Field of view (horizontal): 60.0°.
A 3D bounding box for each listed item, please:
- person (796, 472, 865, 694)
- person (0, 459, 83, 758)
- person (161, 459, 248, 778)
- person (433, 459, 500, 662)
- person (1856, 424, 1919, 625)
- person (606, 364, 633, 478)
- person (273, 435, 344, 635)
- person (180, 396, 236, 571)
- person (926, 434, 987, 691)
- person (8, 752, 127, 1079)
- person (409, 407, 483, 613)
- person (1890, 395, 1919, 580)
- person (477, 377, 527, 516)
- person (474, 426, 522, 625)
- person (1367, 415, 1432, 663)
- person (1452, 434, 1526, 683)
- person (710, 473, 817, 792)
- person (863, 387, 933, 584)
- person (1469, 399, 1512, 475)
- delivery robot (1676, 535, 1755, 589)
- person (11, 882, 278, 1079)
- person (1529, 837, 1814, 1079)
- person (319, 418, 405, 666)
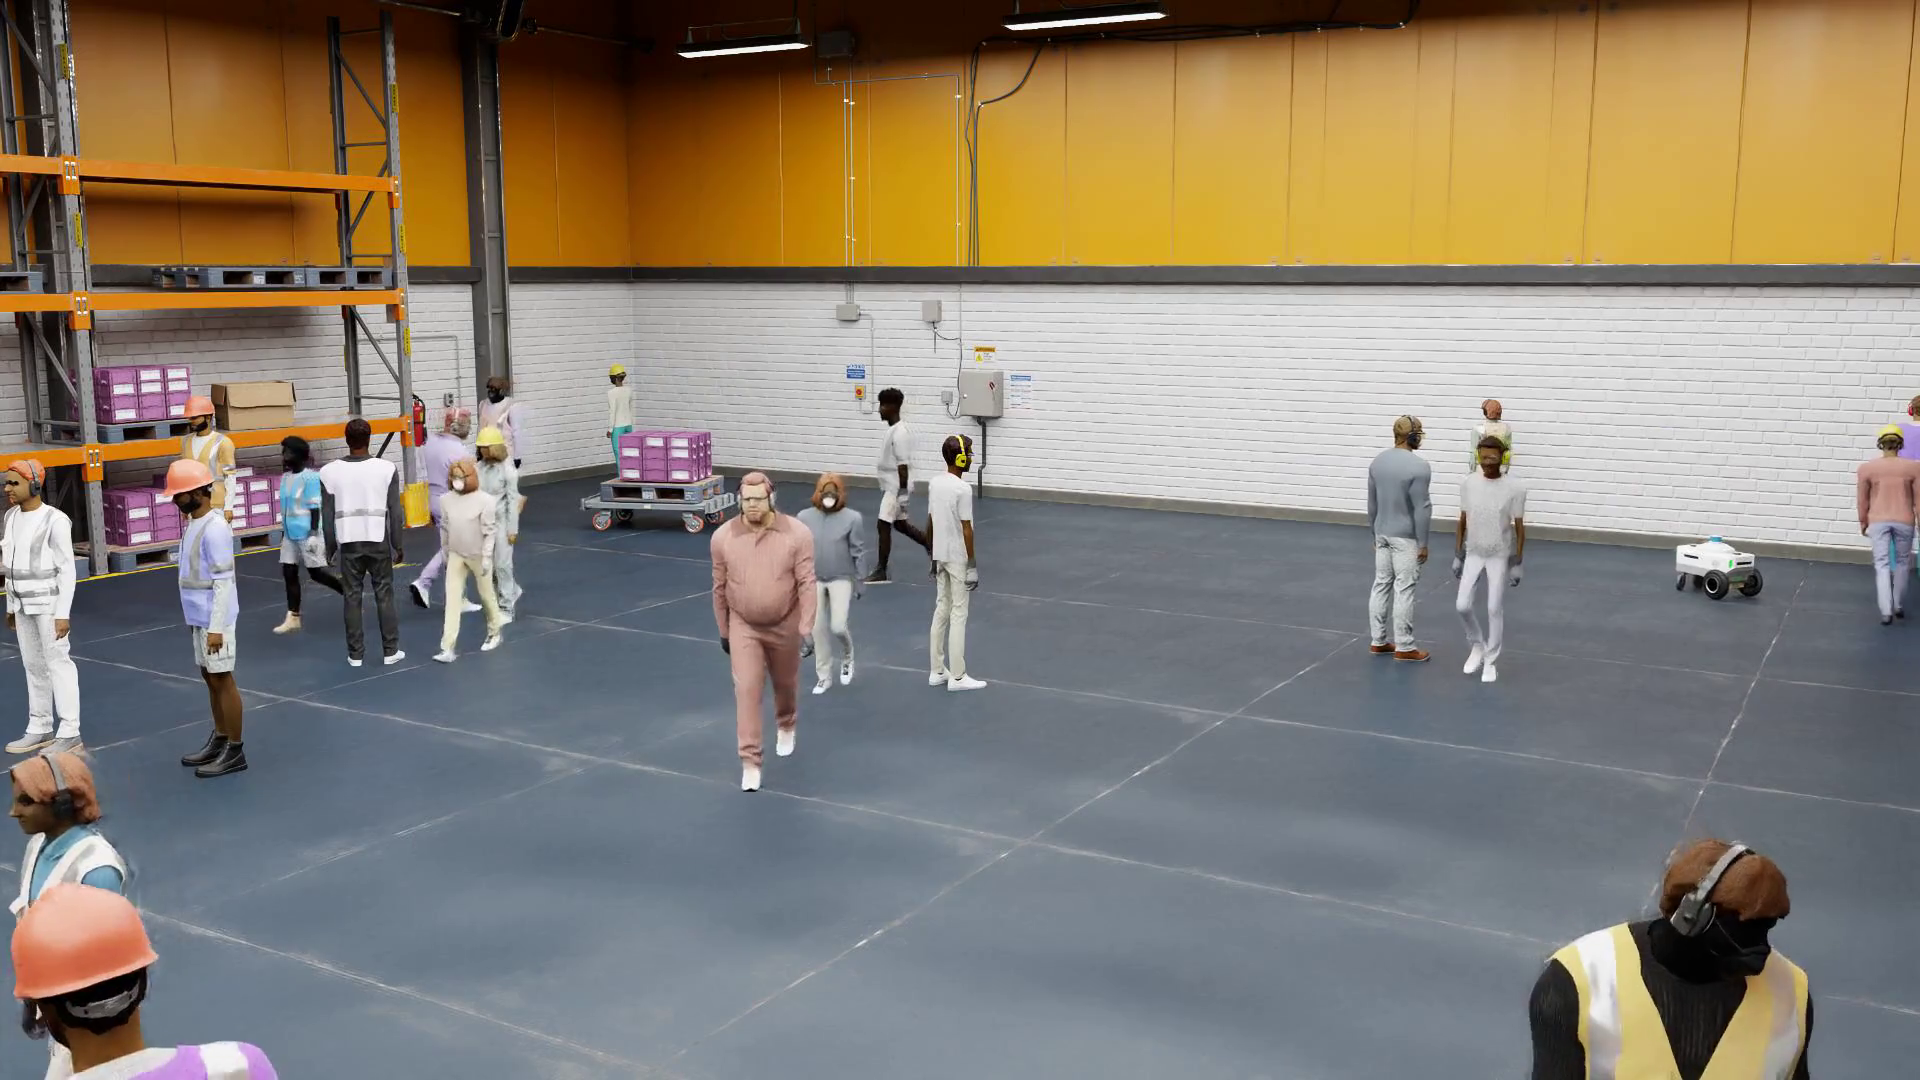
[{"bbox_3d":[-0.952,0.314,11.983,0.516,1.622,0.363,2,9,13],"label":"person"},{"bbox_3d":[-5.787,0.429,10.440,0.572,1.883,0.356,4,10,26],"label":"person"},{"bbox_3d":[-4.566,0.468,10.054,0.373,1.927,0.543,-7,11,-36],"label":"person"},{"bbox_3d":[-3.881,0.145,13.116,0.509,1.585,0.856,2,9,10],"label":"person"},{"bbox_3d":[8.132,-0.146,14.545,0.571,1.710,0.777,4,10,23],"label":"person"},{"bbox_3d":[-4.788,-1.583,23.360,0.321,1.767,0.533,4,10,25],"label":"person"},{"bbox_3d":[-5.512,-0.064,14.127,0.527,1.677,0.687,6,11,32],"label":"person"},{"bbox_3d":[-6.820,-0.338,15.054,0.548,1.938,0.358,2,9,13],"label":"person"},{"bbox_3d":[-0.044,0.161,12.152,0.309,1.868,0.535,-7,11,-35],"label":"person"},{"bbox_3d":[-2.663,1.430,4.988,0.538,1.623,0.385,9,13,44],"label":"person"},{"bbox_3d":[-4.508,-0.243,14.681,0.680,1.869,0.534,8,12,41],"label":"person"},{"bbox_3d":[9.447,-0.513,16.452,0.563,1.838,0.390,5,11,30],"label":"person"},{"bbox_3d":[-5.444,-1.051,19.866,0.625,1.819,0.658,6,11,33],"label":"person"},{"bbox_3d":[-3.991,-0.128,14.363,0.516,1.728,0.451,6,11,31],"label":"person"},{"bbox_3d":[3.440,-0.014,13.027,0.374,1.939,0.628,-5,10,-27],"label":"person"},{"bbox_3d":[3.917,0.139,12.342,0.545,1.851,0.393,6,11,31],"label":"person"},{"bbox_3d":[-1.184,0.495,10.105,0.636,1.865,0.988,-1,9,-5],"label":"person"},{"bbox_3d":[-0.551,-0.530,16.272,0.874,1.941,0.607,-1,9,-7],"label":"person"},{"bbox_3d":[5.910,-0.752,18.565,0.519,1.640,0.307,-3,9,-16],"label":"person"},{"bbox_3d":[7.141,0.195,15.738,0.477,0.478,0.707,-3,10,-21],"label":"delivery robot"},{"bbox_3d":[-1.561,1.576,3.195,0.572,1.905,0.636,-7,12,-38],"label":"person"},{"bbox_3d":[1.553,1.552,3.682,0.633,1.814,0.560,2,9,14],"label":"person"},{"bbox_3d":[-4.607,0.024,12.849,0.589,1.920,0.398,-2,9,-11],"label":"person"}]
